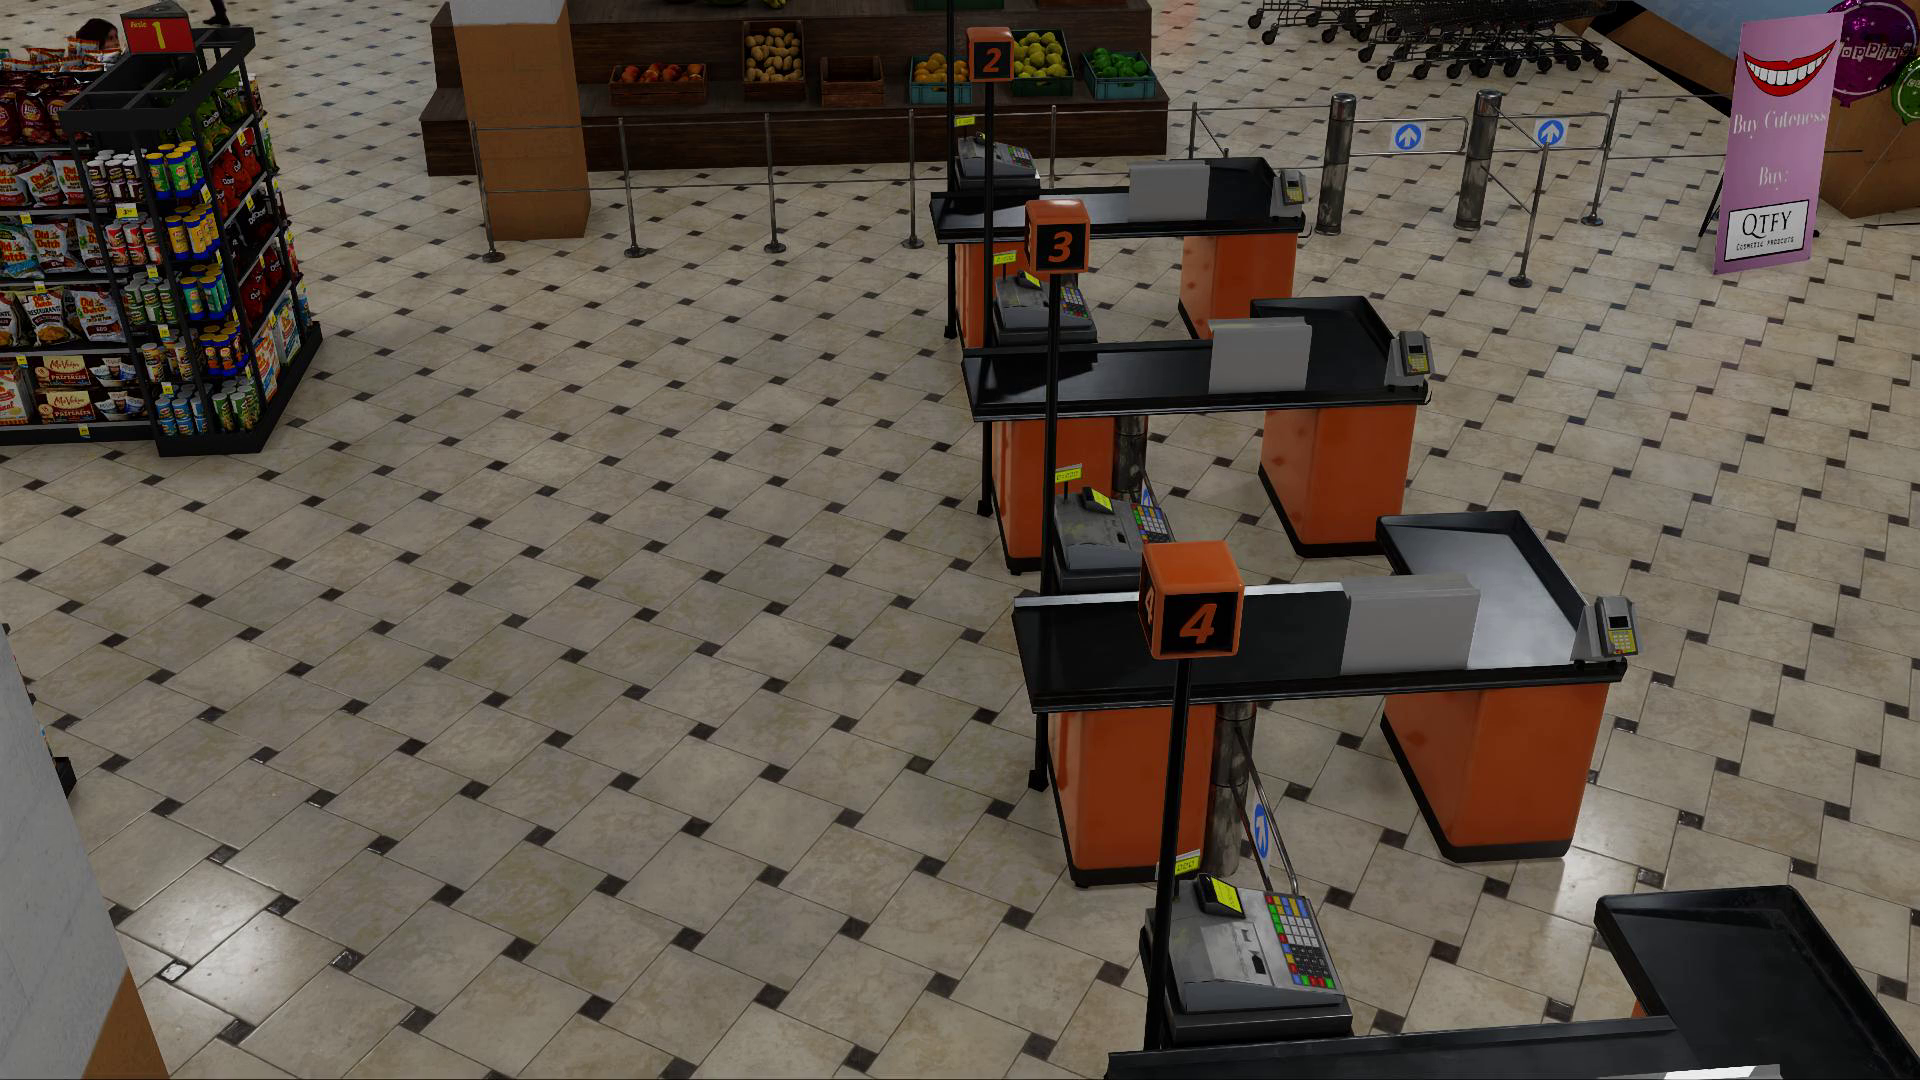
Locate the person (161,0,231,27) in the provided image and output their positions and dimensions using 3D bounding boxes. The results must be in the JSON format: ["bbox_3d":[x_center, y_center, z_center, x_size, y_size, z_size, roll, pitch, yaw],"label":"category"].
[{"bbox_3d":[-7.731,-6.016,16.681,1.100,1.740,0.745,1,32,2],"label":"person"}]
